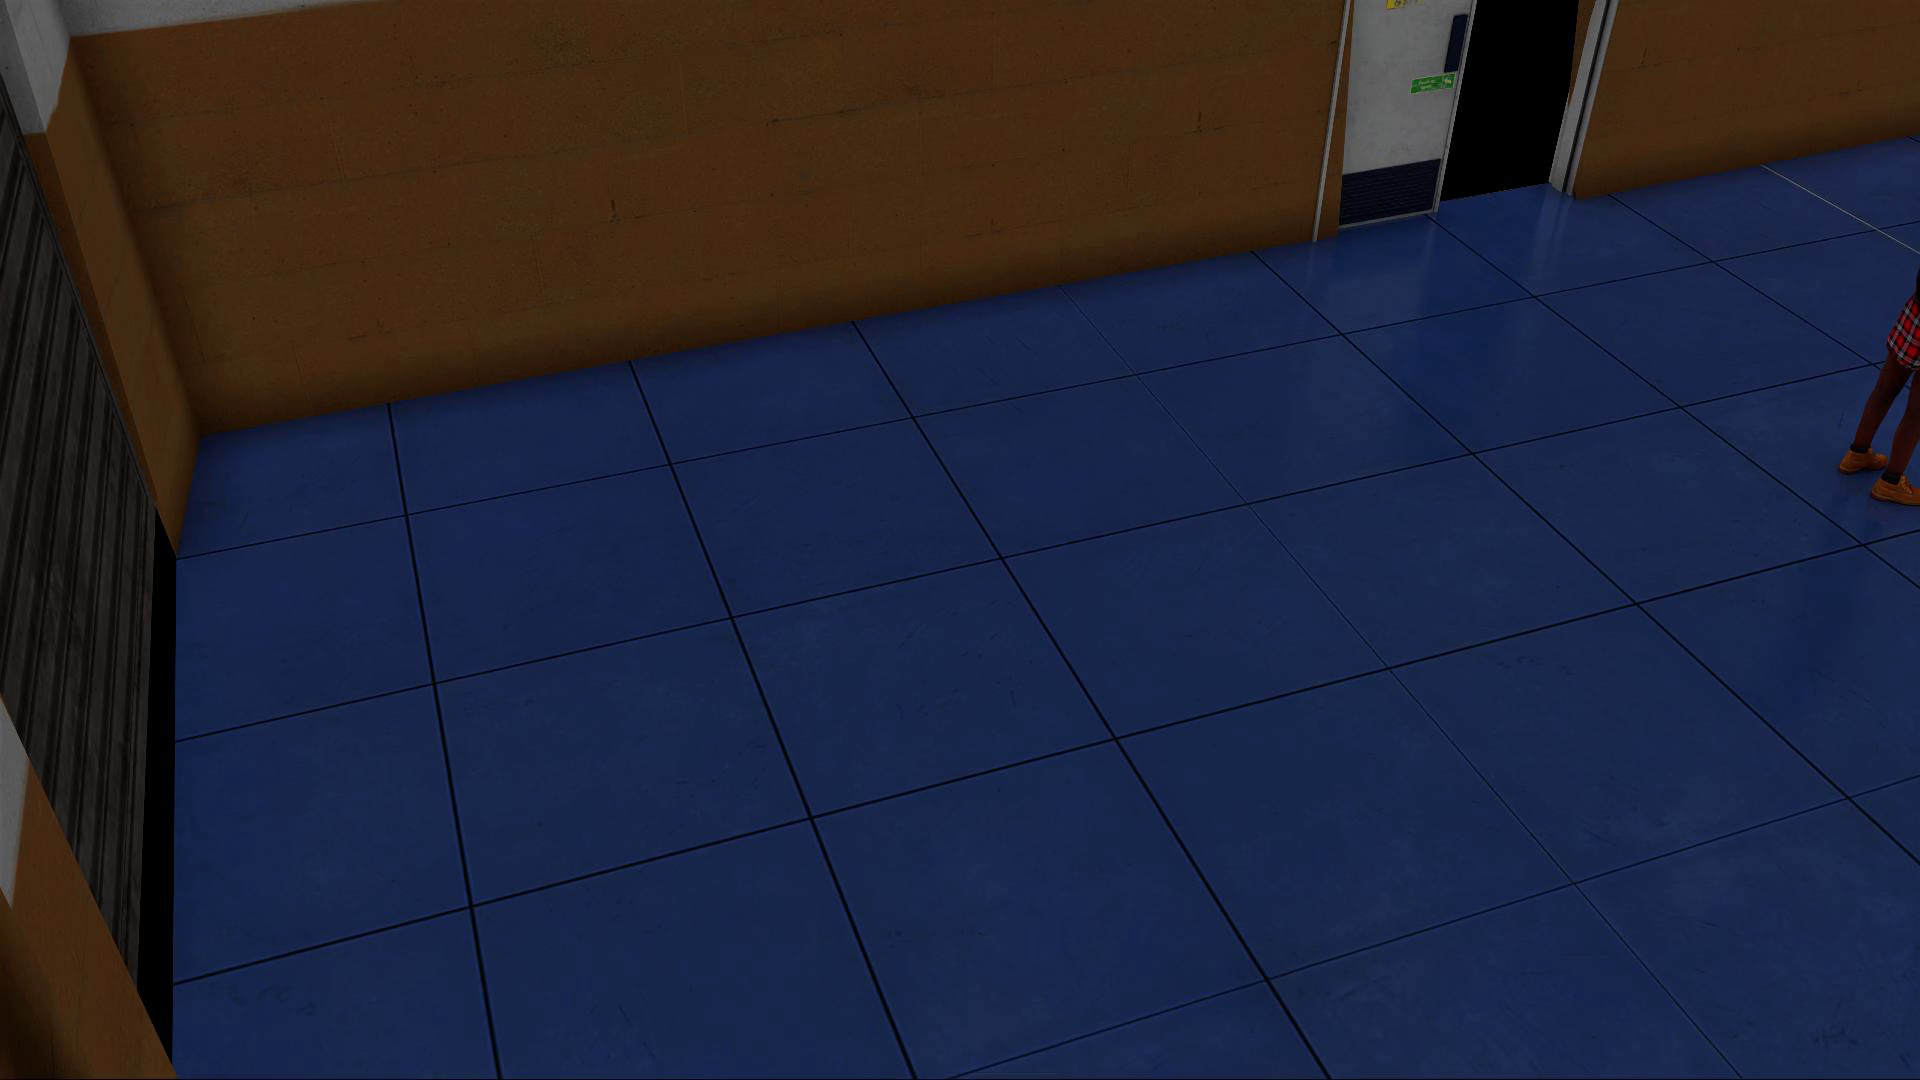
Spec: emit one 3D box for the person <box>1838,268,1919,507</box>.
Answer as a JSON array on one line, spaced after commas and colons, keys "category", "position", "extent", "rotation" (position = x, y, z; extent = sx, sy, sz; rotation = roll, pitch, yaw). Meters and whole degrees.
[{"category": "person", "position": [4.691, -0.985, 8.020], "extent": [0.710, 1.729, 0.592], "rotation": [-5, 37, -7]}]
